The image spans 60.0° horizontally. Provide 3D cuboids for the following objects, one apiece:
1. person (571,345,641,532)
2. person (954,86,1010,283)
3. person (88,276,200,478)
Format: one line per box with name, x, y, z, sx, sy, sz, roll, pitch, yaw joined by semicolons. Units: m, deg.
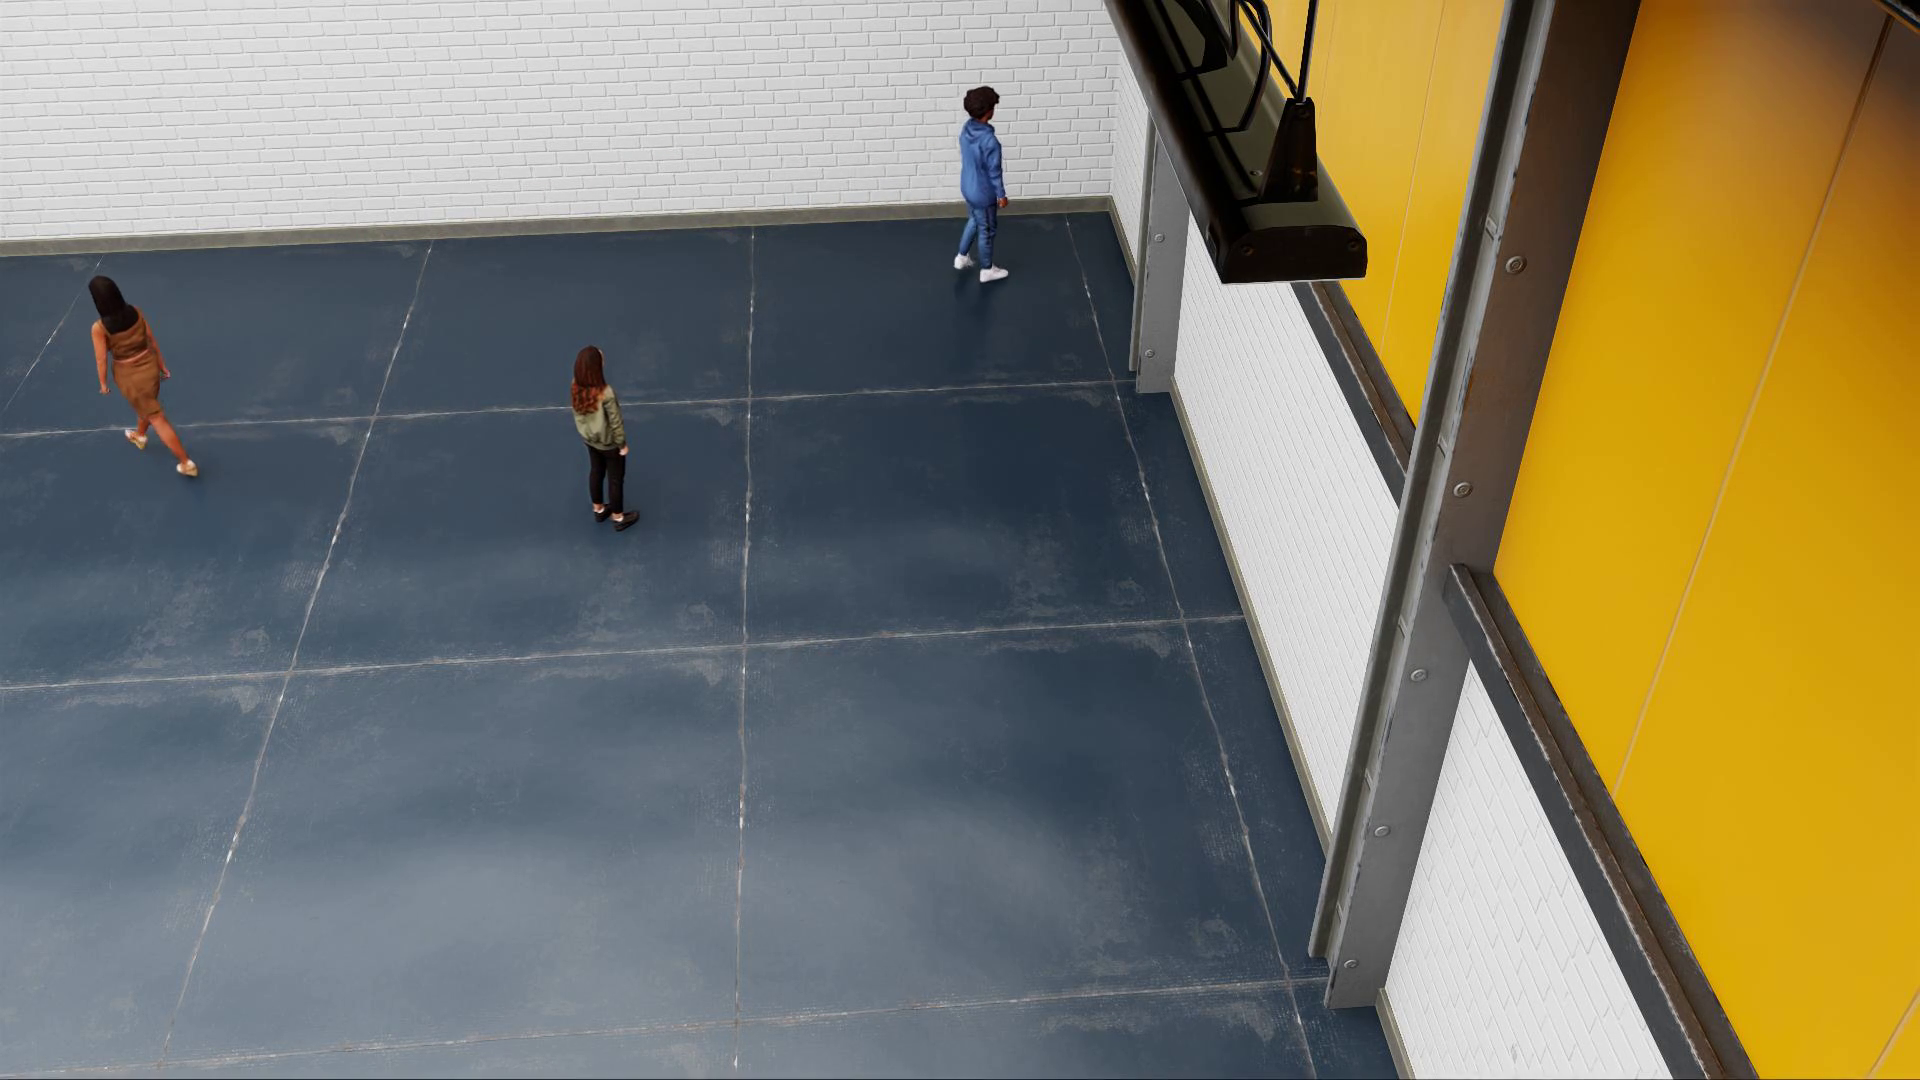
person;-2.544;-0.725;11.839;0.643;1.476;0.696;26;45;29
person;0.140;-3.077;14.523;0.856;1.802;0.758;-17;42;-21
person;-5.974;-1.148;12.228;0.986;1.652;1.048;18;42;21
